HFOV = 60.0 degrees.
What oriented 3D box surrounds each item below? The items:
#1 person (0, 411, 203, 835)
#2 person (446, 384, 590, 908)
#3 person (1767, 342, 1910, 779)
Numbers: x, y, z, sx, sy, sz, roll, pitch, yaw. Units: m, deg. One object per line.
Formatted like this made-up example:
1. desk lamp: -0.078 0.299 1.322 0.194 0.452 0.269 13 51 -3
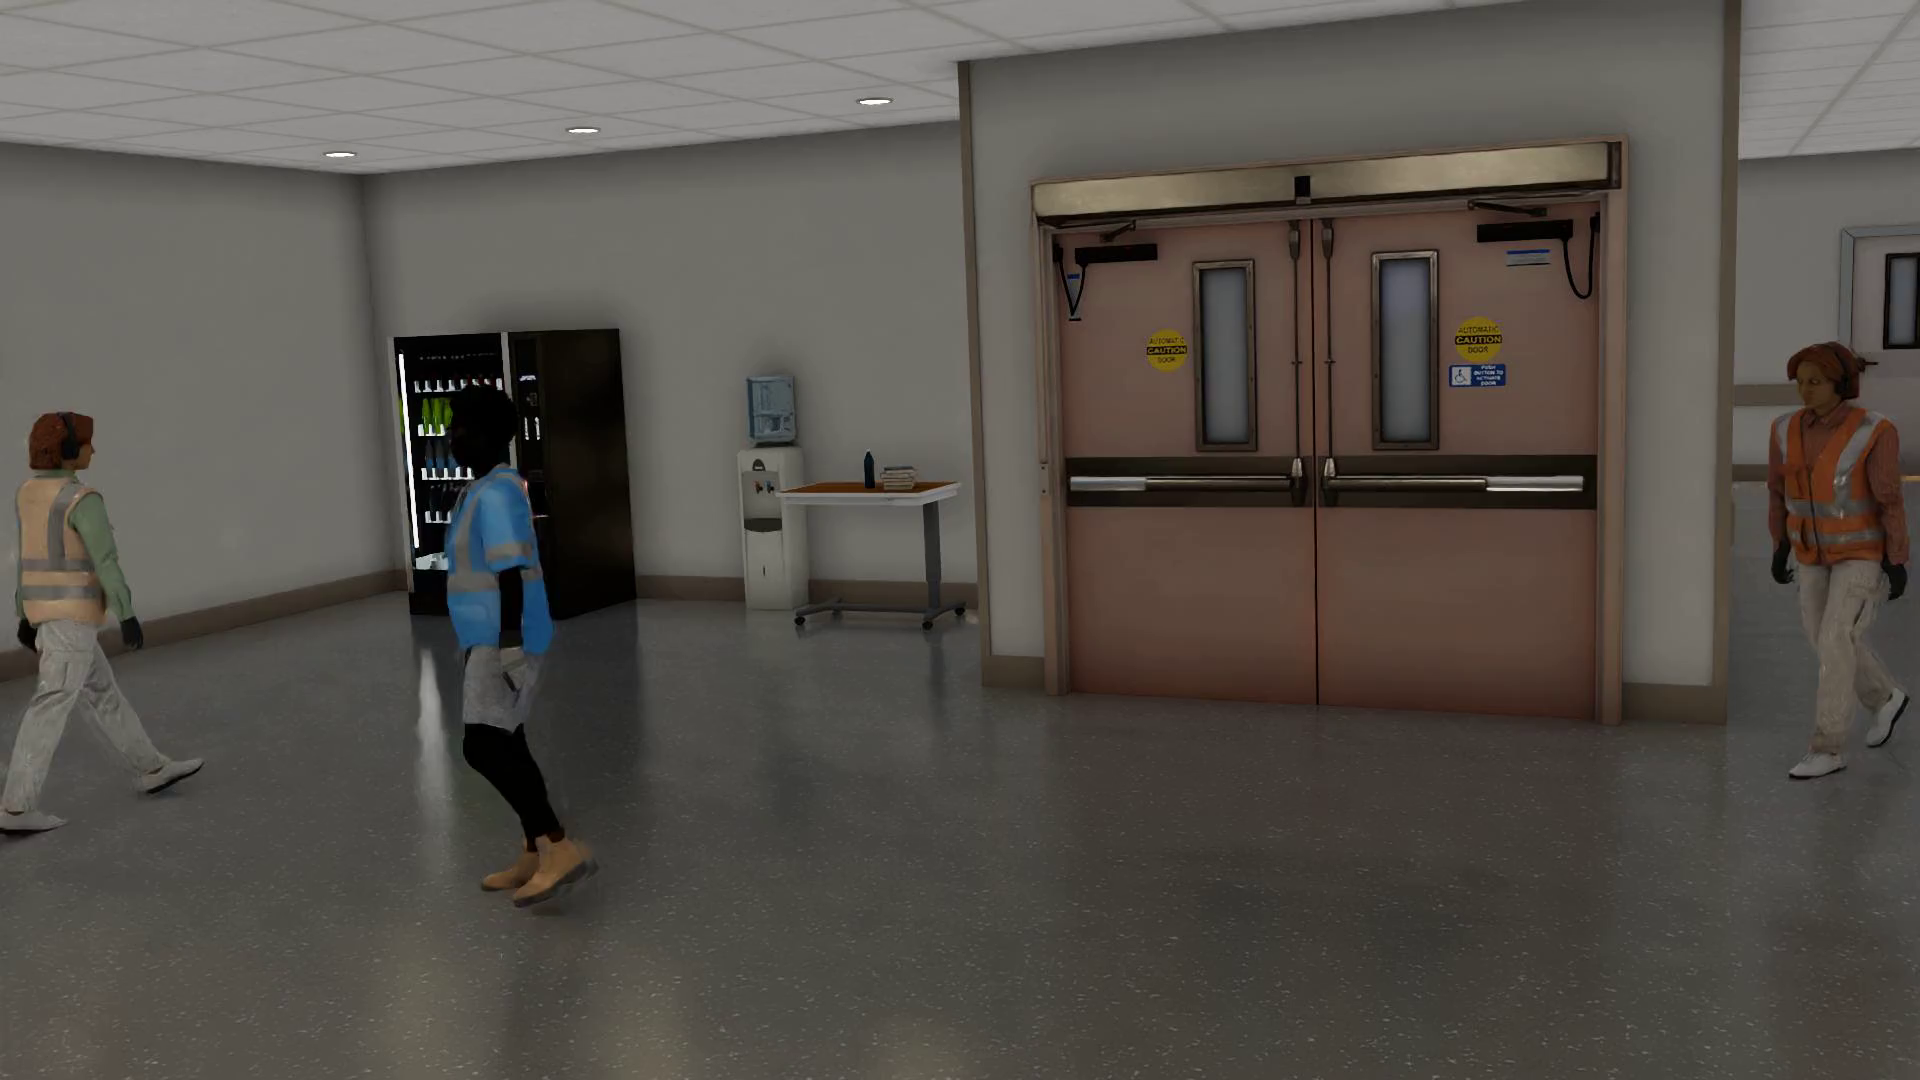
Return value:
1. person: -3.425 0.298 6.468 0.545 1.588 0.888 3 9 36
2. person: -1.462 0.336 5.346 0.351 1.667 0.607 -5 8 -20
3. person: 3.342 0.053 6.216 0.724 1.606 0.535 -5 8 -22
